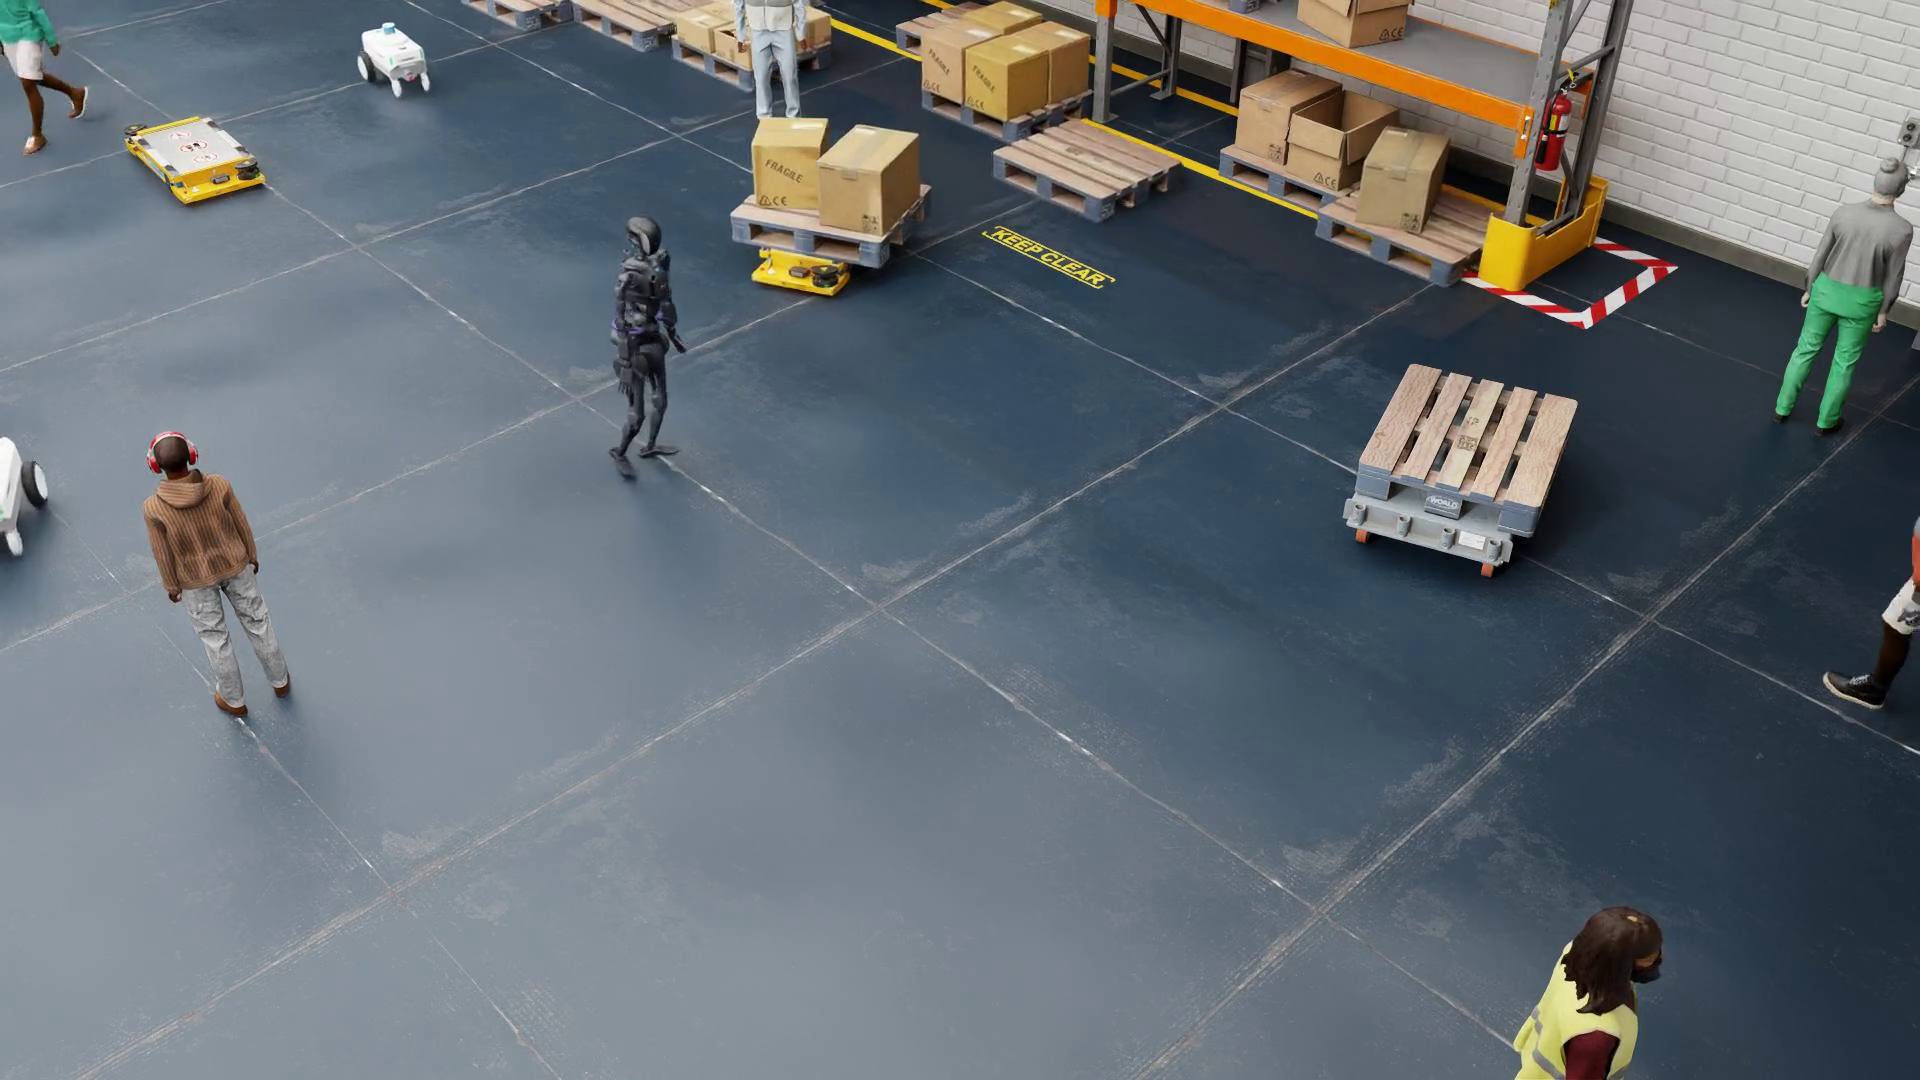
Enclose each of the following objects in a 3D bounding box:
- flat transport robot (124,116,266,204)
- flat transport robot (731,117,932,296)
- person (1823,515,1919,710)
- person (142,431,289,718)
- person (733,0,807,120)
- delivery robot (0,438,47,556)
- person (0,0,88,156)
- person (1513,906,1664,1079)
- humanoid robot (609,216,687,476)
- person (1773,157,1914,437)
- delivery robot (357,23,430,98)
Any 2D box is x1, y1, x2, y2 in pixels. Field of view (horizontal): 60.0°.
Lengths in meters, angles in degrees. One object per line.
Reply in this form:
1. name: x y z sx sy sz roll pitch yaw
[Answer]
1. flat transport robot: -6.335 -3.169 13.728 0.659 0.231 1.431 -26 44 -30
2. flat transport robot: -0.949 -2.278 12.550 0.659 0.231 1.431 13 39 17
3. person: 4.764 0.151 7.961 0.690 1.925 0.635 -29 46 -32
4. person: -3.654 0.176 8.150 0.459 1.651 0.333 -27 45 -31
5. person: -1.558 -4.209 13.749 0.597 1.910 0.403 1 37 1
6. delivery robot: -5.665 -0.275 9.669 0.499 0.605 0.781 -11 39 -15
7. person: -7.758 -4.203 13.821 0.518 1.808 0.864 8 38 11
8. person: 2.101 1.900 5.774 0.378 1.769 0.468 9 38 11
9. humanoid robot: -1.913 -1.178 9.926 0.421 1.642 0.590 15 39 18
10. person: 5.451 -1.494 10.205 0.523 1.842 0.324 27 45 31
11. delivery robot: -5.132 -4.392 15.101 0.499 0.583 0.765 -24 43 -29
